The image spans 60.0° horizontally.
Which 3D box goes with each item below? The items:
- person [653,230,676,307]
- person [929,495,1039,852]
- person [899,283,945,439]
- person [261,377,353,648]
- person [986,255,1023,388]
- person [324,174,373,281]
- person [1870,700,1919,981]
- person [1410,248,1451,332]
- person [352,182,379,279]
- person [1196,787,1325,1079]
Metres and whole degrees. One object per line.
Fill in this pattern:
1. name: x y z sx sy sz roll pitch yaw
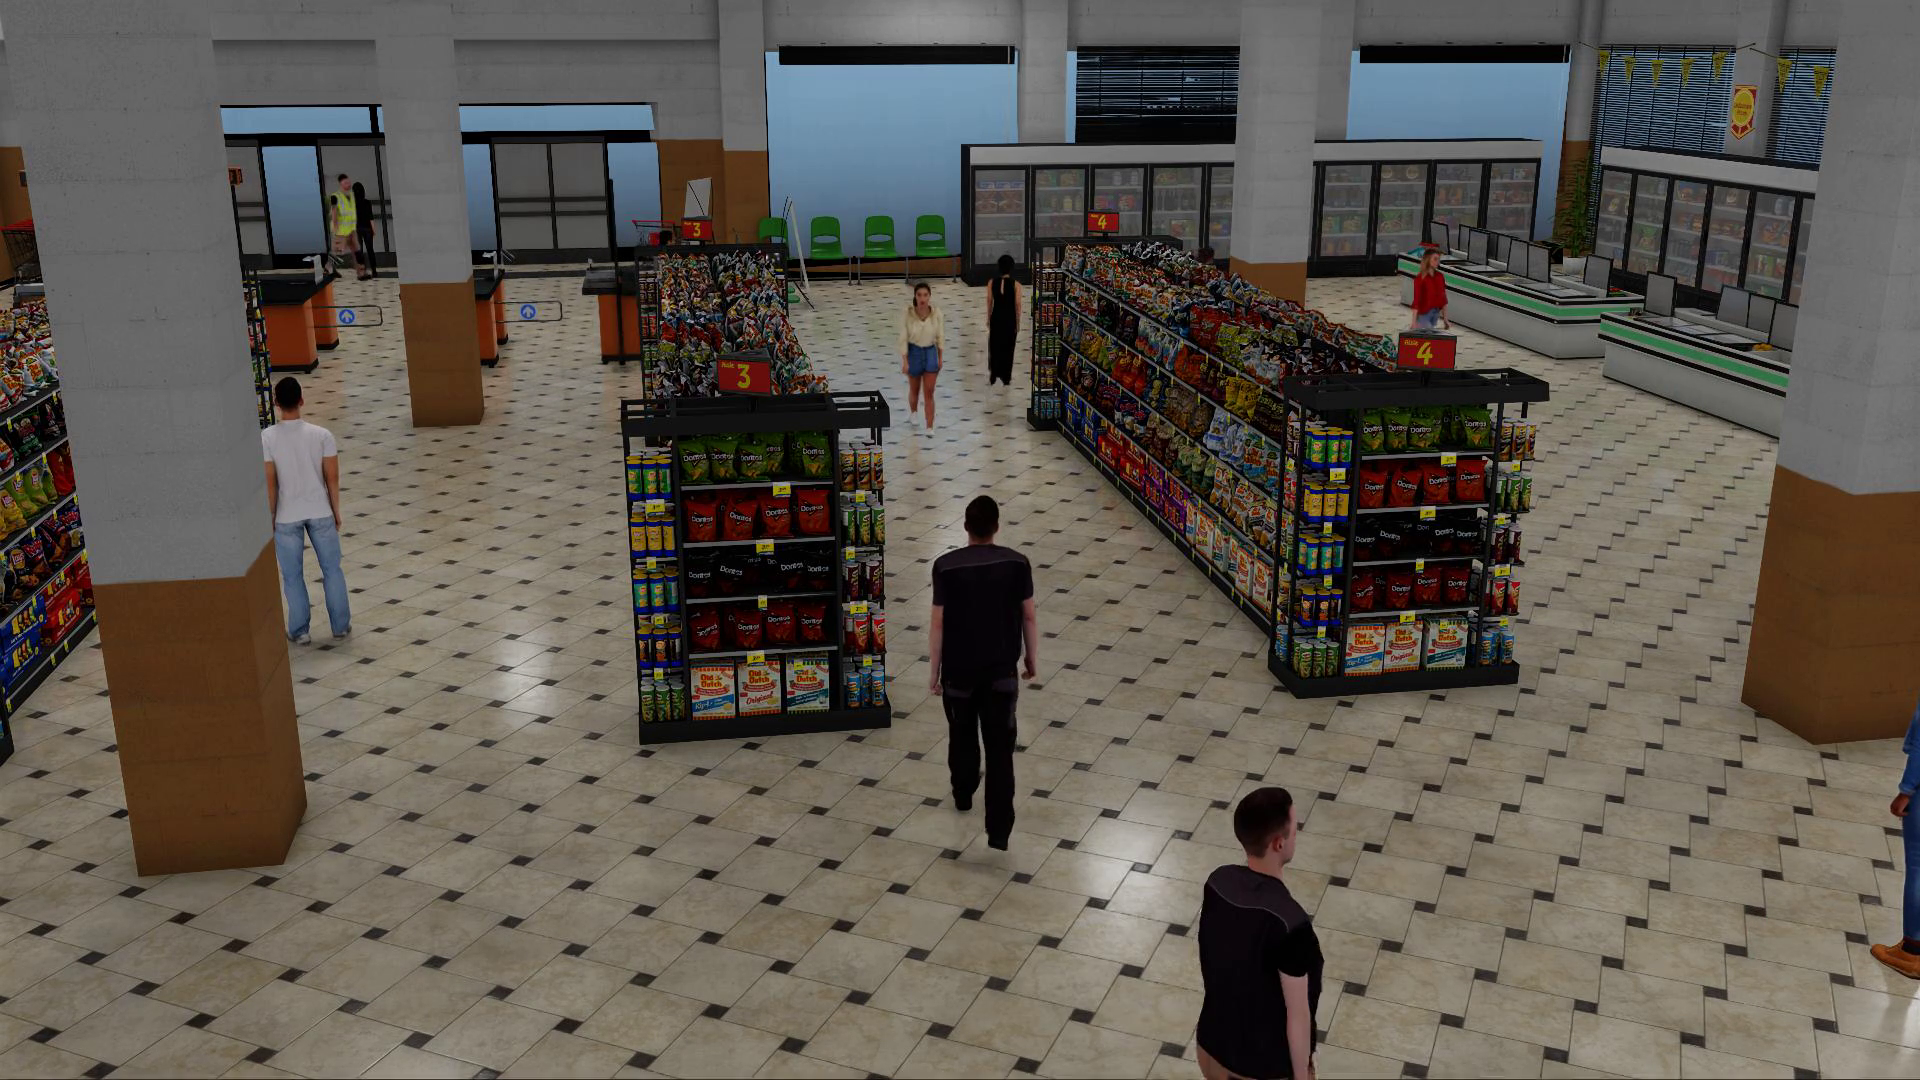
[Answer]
1. person: -3.755 -2.997 20.876 0.820 1.740 0.718 -9 19 -28
2. person: 0.118 0.718 8.529 0.825 1.805 1.235 0 17 -1
3. person: -0.420 -1.884 17.491 0.739 1.576 1.243 -1 17 -3
4. person: -4.516 -0.195 11.432 0.733 1.864 0.662 -9 19 -26
5. person: 0.490 -2.554 19.683 0.771 1.586 0.918 4 17 12
6. person: -10.531 -5.306 28.379 1.167 1.798 1.189 7 18 21
7. person: 4.382 1.122 7.357 0.600 1.712 0.508 -2 17 -8
8. person: 5.468 -2.594 19.675 0.924 1.667 1.196 -11 20 -32
9. person: -10.389 -5.381 28.897 0.652 1.641 0.629 -10 20 -30
10. person: 0.868 1.678 5.342 0.854 1.819 0.891 -7 18 -21
